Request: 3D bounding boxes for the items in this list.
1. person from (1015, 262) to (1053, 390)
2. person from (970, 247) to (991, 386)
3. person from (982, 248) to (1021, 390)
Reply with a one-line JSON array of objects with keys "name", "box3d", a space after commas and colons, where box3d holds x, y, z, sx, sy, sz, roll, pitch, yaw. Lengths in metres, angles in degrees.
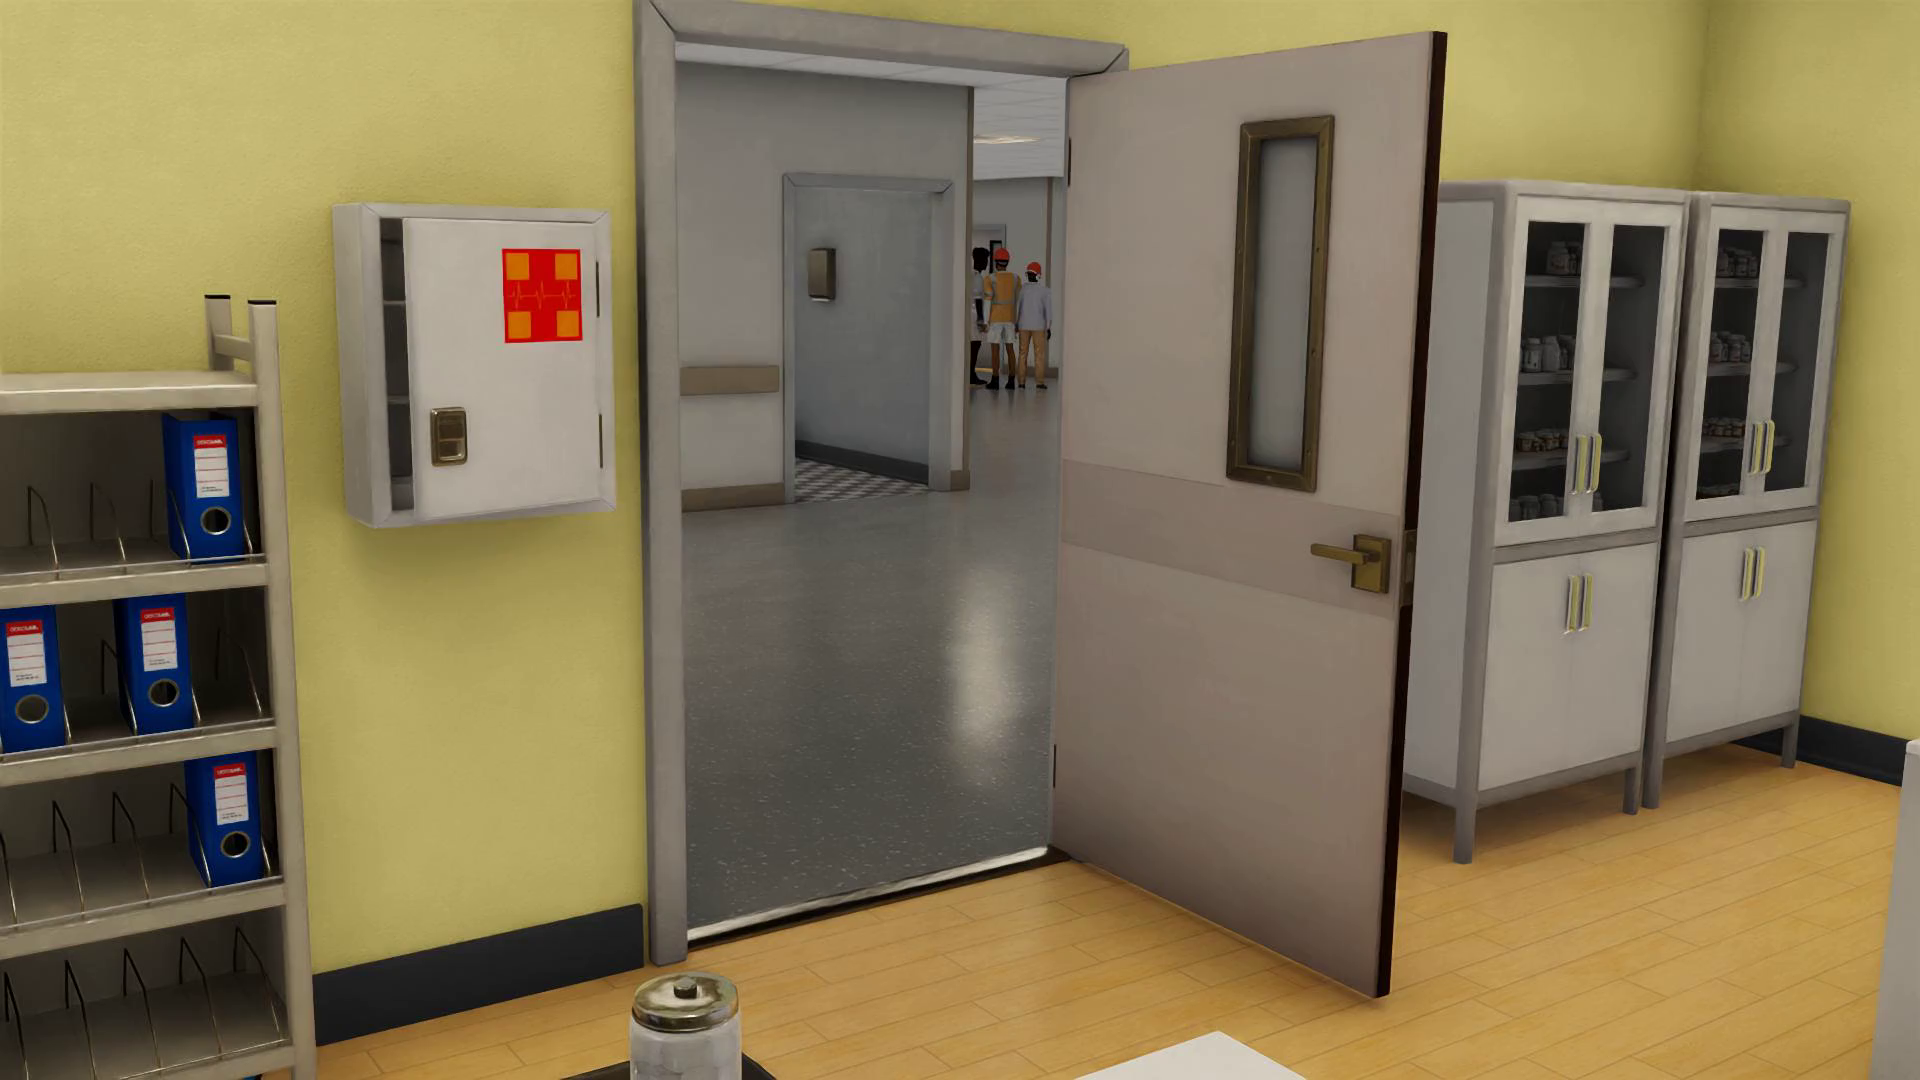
[{"name": "person", "box3d": [0.997, -2.947, 22.912, 0.572, 1.749, 0.341, 3, 10, 15]}, {"name": "person", "box3d": [0.228, -3.137, 23.391, 0.387, 1.954, 0.610, -1, 10, -12]}, {"name": "person", "box3d": [0.558, -3.031, 22.831, 0.550, 1.935, 0.376, -3, 10, -21]}]
